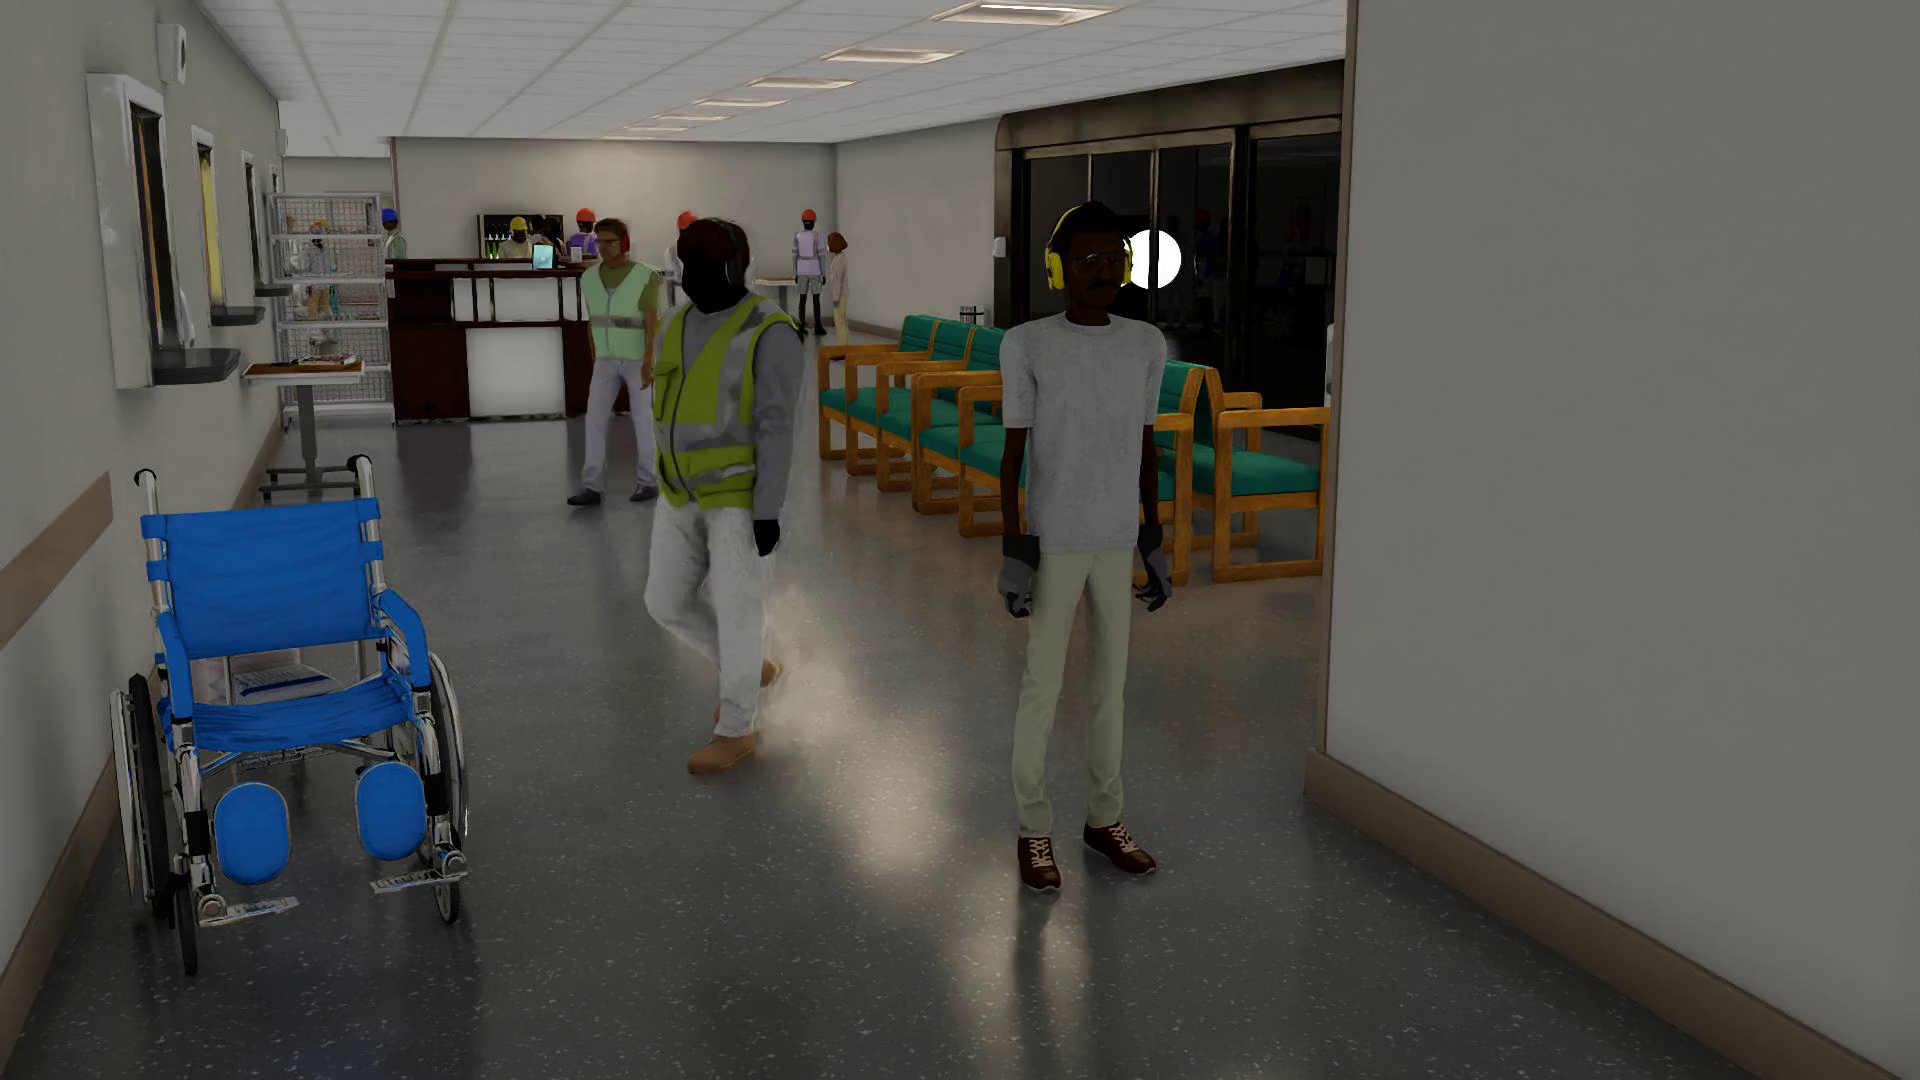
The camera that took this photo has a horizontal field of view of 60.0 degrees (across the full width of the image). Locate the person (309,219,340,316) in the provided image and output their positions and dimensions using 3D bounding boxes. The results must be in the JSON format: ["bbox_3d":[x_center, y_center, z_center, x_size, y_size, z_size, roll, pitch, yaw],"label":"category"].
[{"bbox_3d":[-11.371,-4.847,29.815,0.525,1.772,0.309,-6,13,-29],"label":"person"}]

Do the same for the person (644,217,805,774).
[{"bbox_3d":[-0.791,-0.149,5.555,0.638,1.826,0.463,8,14,36],"label":"person"}]

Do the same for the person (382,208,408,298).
[{"bbox_3d":[-8.218,-3.838,24.194,0.394,1.943,0.602,-7,13,-33],"label":"person"}]

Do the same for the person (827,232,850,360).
[{"bbox_3d":[-1.551,-3.101,21.239,0.285,1.627,0.504,1,11,3],"label":"person"}]

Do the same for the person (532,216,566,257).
[{"bbox_3d":[-5.347,-3.316,21.822,0.433,1.836,0.617,3,11,15],"label":"person"}]

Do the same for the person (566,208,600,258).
[{"bbox_3d":[-4.905,-3.384,21.875,0.552,1.935,0.373,7,13,32],"label":"person"}]

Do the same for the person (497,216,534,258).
[{"bbox_3d":[-5.879,-3.408,22.299,0.596,1.828,0.403,-10,15,-41],"label":"person"}]

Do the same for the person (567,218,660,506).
[{"bbox_3d":[-2.183,-1.102,10.502,0.573,1.812,0.841,3,11,16],"label":"person"}]

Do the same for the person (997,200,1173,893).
[{"bbox_3d":[0.348,0.023,4.564,0.516,1.872,0.327,-5,12,-23],"label":"person"}]

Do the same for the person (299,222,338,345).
[{"bbox_3d":[-9.148,-3.658,23.760,0.339,1.747,0.564,4,12,22],"label":"person"}]

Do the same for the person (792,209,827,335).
[{"bbox_3d":[-2.331,-4.150,25.802,0.544,1.939,0.354,3,11,14],"label":"person"}]
